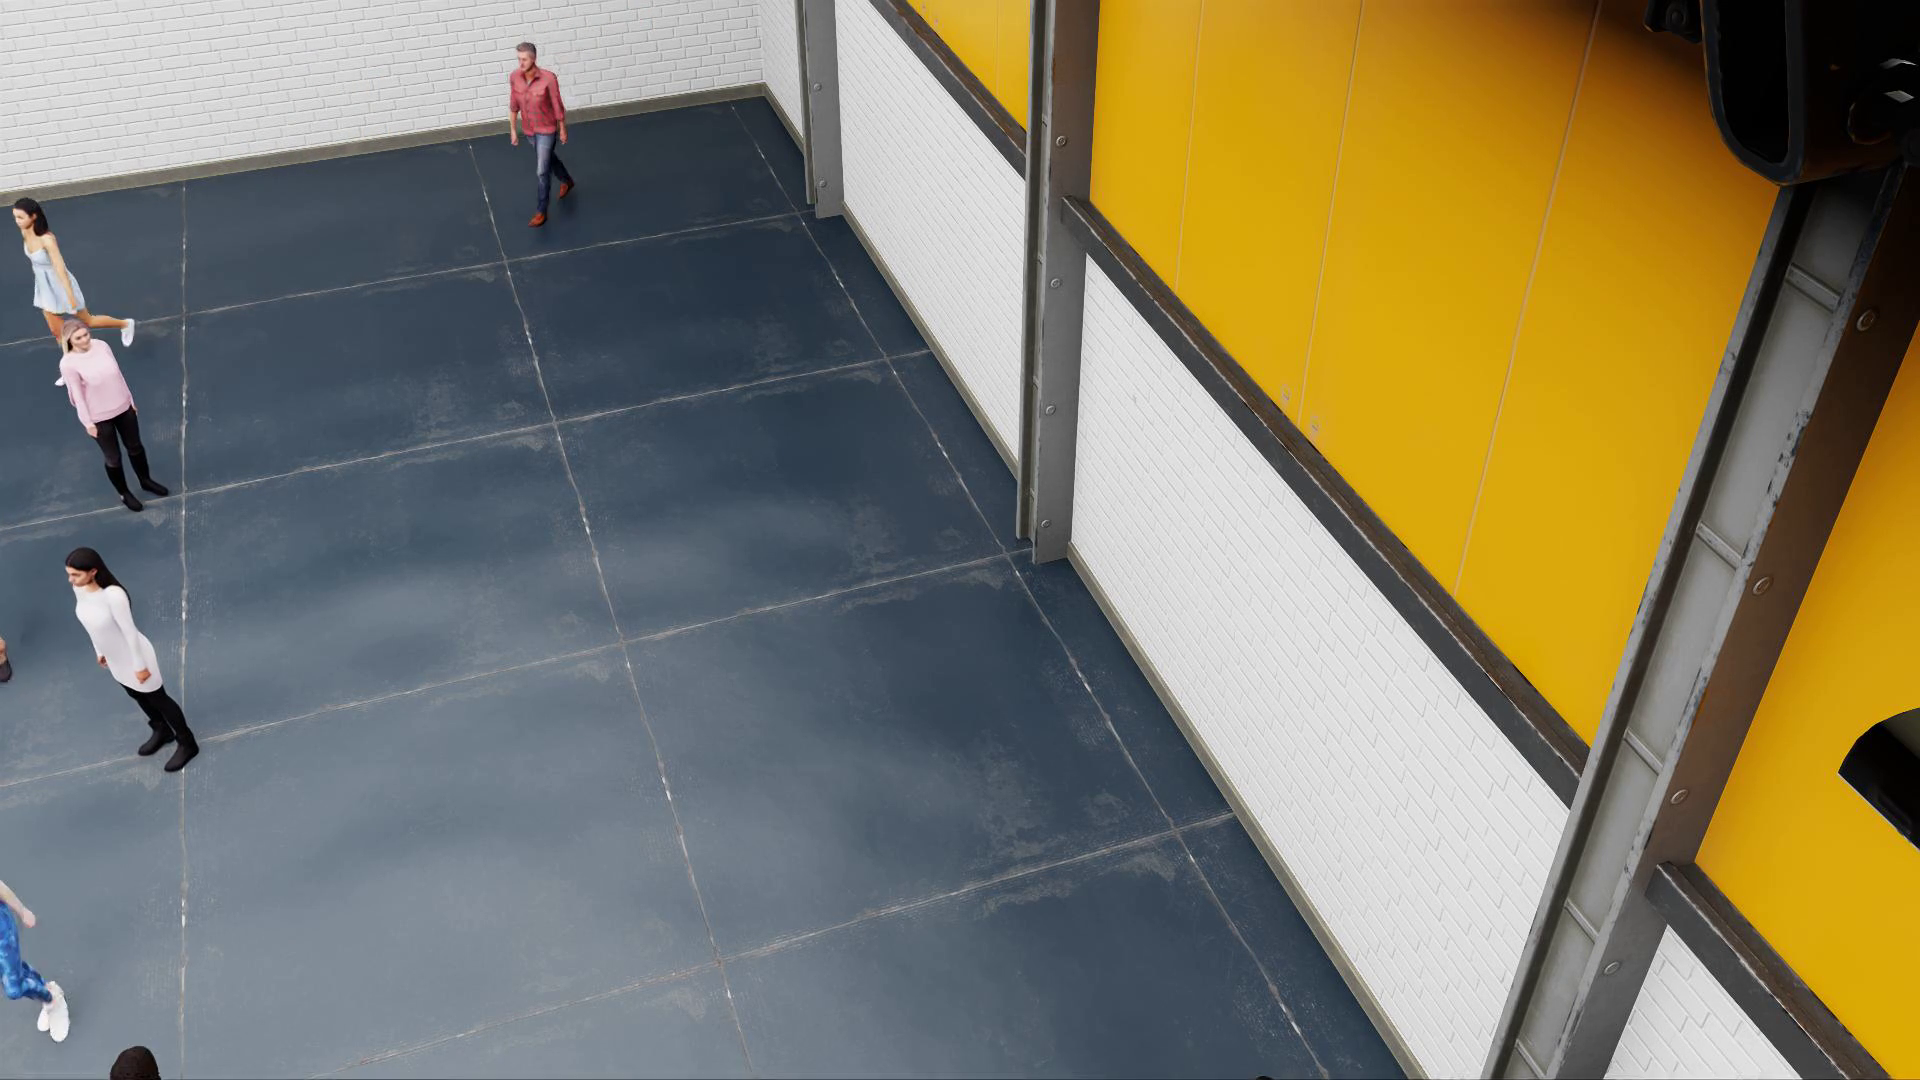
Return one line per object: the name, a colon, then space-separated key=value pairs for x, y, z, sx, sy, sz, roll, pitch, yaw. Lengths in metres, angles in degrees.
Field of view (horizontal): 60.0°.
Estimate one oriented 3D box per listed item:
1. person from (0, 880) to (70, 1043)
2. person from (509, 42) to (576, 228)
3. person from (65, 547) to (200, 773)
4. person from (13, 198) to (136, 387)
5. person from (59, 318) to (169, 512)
person: x=-5.256 y=2.081 z=9.030 sx=0.679 sy=1.756 sz=0.745 roll=-5 pitch=39 yaw=-6
person: x=-4.205 y=-4.175 z=16.844 sx=1.206 sy=1.779 sz=1.322 roll=13 pitch=40 yaw=15
person: x=-5.323 y=0.736 z=10.675 sx=0.659 sy=1.803 sz=0.740 roll=21 pitch=43 yaw=24
person: x=-7.746 y=-2.220 z=14.455 sx=1.058 sy=1.707 sz=1.060 roll=20 pitch=43 yaw=23
person: x=-6.645 y=-1.003 z=12.949 sx=0.734 sy=1.684 sz=0.684 roll=19 pitch=42 yaw=22
